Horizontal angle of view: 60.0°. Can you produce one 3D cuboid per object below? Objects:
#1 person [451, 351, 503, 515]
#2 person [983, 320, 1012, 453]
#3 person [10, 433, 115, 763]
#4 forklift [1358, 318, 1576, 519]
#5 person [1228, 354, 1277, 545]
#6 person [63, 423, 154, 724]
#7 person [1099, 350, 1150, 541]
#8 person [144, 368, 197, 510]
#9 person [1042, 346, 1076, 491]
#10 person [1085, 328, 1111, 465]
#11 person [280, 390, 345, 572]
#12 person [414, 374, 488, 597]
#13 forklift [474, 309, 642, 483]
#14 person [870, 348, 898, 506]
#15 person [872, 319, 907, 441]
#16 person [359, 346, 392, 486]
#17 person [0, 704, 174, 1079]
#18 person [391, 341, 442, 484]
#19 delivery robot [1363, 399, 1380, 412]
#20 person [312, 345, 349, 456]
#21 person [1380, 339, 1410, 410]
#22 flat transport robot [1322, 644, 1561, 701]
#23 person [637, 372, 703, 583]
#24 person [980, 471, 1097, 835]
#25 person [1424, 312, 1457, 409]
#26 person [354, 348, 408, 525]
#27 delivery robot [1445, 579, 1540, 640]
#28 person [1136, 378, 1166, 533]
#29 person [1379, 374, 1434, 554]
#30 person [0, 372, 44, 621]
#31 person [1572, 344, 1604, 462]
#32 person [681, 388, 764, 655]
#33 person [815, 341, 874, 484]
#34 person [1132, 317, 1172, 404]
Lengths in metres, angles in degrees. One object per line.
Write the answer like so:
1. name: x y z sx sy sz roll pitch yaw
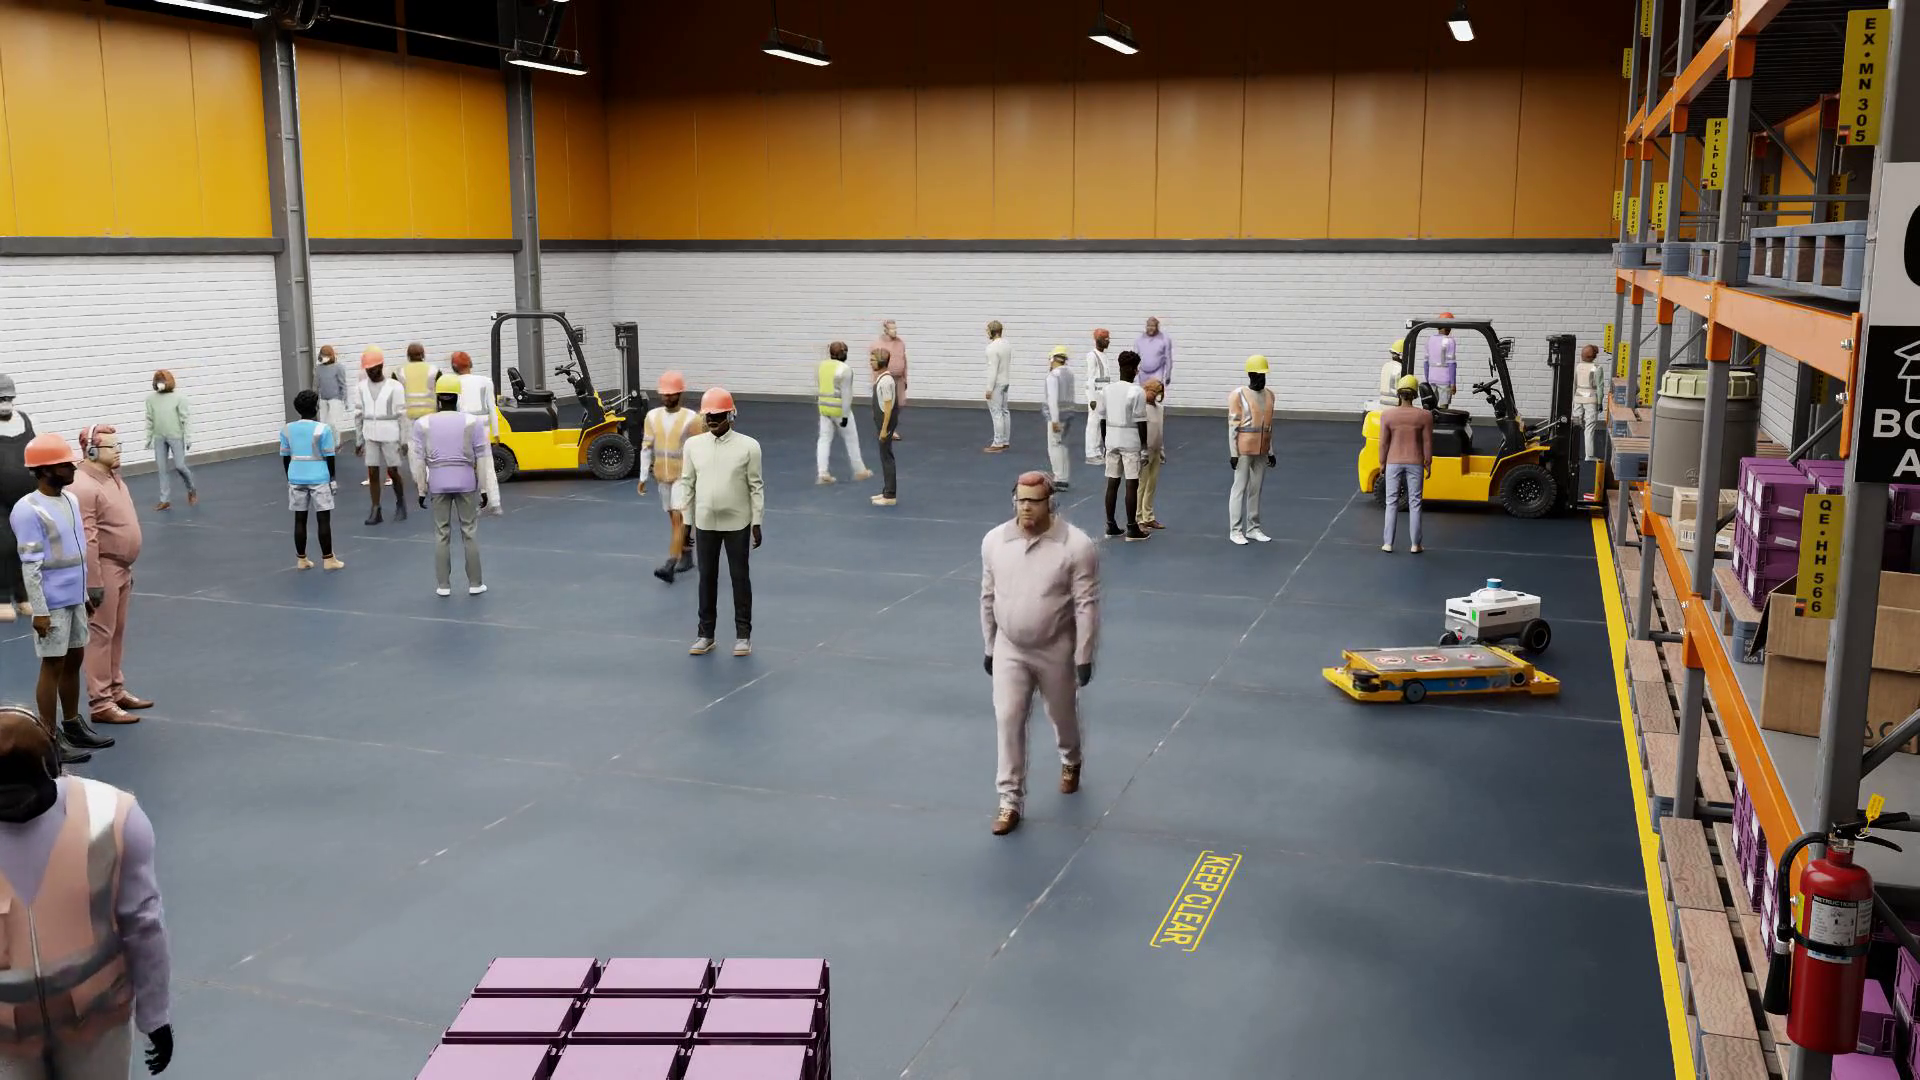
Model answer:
1. person: -5.447 -1.175 18.525 0.595 1.873 0.454 -4 11 -21
2. person: 0.548 -2.242 24.339 0.355 1.936 0.635 5 11 25
3. person: -5.295 0.335 9.806 0.341 1.942 0.552 0 10 0
4. forklift: 5.787 -1.437 19.079 2.313 2.155 1.214 3 11 19
5. person: 2.983 -0.922 16.929 0.585 1.929 0.371 -6 12 -32
6. person: -5.433 0.207 10.631 0.399 1.909 0.642 -2 10 -10
7. person: 1.703 -0.969 17.107 0.376 1.959 0.603 -10 14 -44
8. person: -9.126 -1.171 19.190 0.520 1.630 0.455 1 10 5
9. person: 1.225 -1.508 20.635 0.453 1.786 0.696 6 12 29
10. person: 1.916 -1.989 23.061 0.337 1.883 0.584 4 11 22
11. person: -6.034 -0.545 15.456 0.536 1.696 0.322 2 10 10
12. person: -4.387 -0.469 14.378 0.591 1.925 0.385 -2 10 -12
13. forklift: -5.354 -1.902 21.697 2.313 2.155 1.214 -2 10 -13
14. person: -0.886 -1.320 19.402 0.325 1.843 0.517 -1 10 -3
15. person: -1.106 -2.505 25.950 0.657 1.885 0.594 -10 14 -44
16. person: -7.362 -1.567 21.009 0.525 1.772 0.306 2 10 13
17. person: -2.510 1.324 4.570 0.648 1.824 0.434 -6 12 -30
18. person: -6.848 -1.587 21.055 0.629 1.863 0.529 -3 10 -15
19. delivery robot: 7.118 -2.215 27.816 0.707 0.478 0.477 2 10 9
20. person: -9.001 -1.978 23.743 0.563 1.618 0.390 3 11 18
21. person: 5.638 -1.681 21.516 0.404 1.823 0.591 -2 10 -13
22. flat transport robot: 3.274 0.897 11.351 1.431 0.197 0.652 -2 10 -9
23. person: -2.625 -0.579 15.125 0.553 1.884 1.001 3 11 17
24. person: 0.428 0.543 8.874 0.653 1.870 0.969 3 11 17
25. person: 7.173 -2.368 24.763 0.387 2.038 0.605 -5 11 -27
26. person: -6.297 -1.124 18.079 0.556 1.937 0.430 1 10 4
27. delivery robot: 3.953 0.532 12.344 0.707 0.478 0.477 -5 11 -26
28. person: 2.018 -0.903 17.651 0.284 1.633 0.498 8 13 37
29. person: 4.382 -0.741 16.369 0.525 1.769 0.309 3 10 16
30. person: -7.673 -0.368 13.489 0.613 2.000 0.686 6 12 31
31. person: 8.796 -1.917 23.332 0.309 1.645 0.514 -6 12 -31
32. person: -1.761 -0.132 12.292 0.625 1.992 0.386 1 10 7
33. person: -1.506 -1.635 21.292 0.632 1.806 0.887 8 13 38
34. person: 3.117 -2.720 27.279 0.645 1.852 1.007 4 11 23
